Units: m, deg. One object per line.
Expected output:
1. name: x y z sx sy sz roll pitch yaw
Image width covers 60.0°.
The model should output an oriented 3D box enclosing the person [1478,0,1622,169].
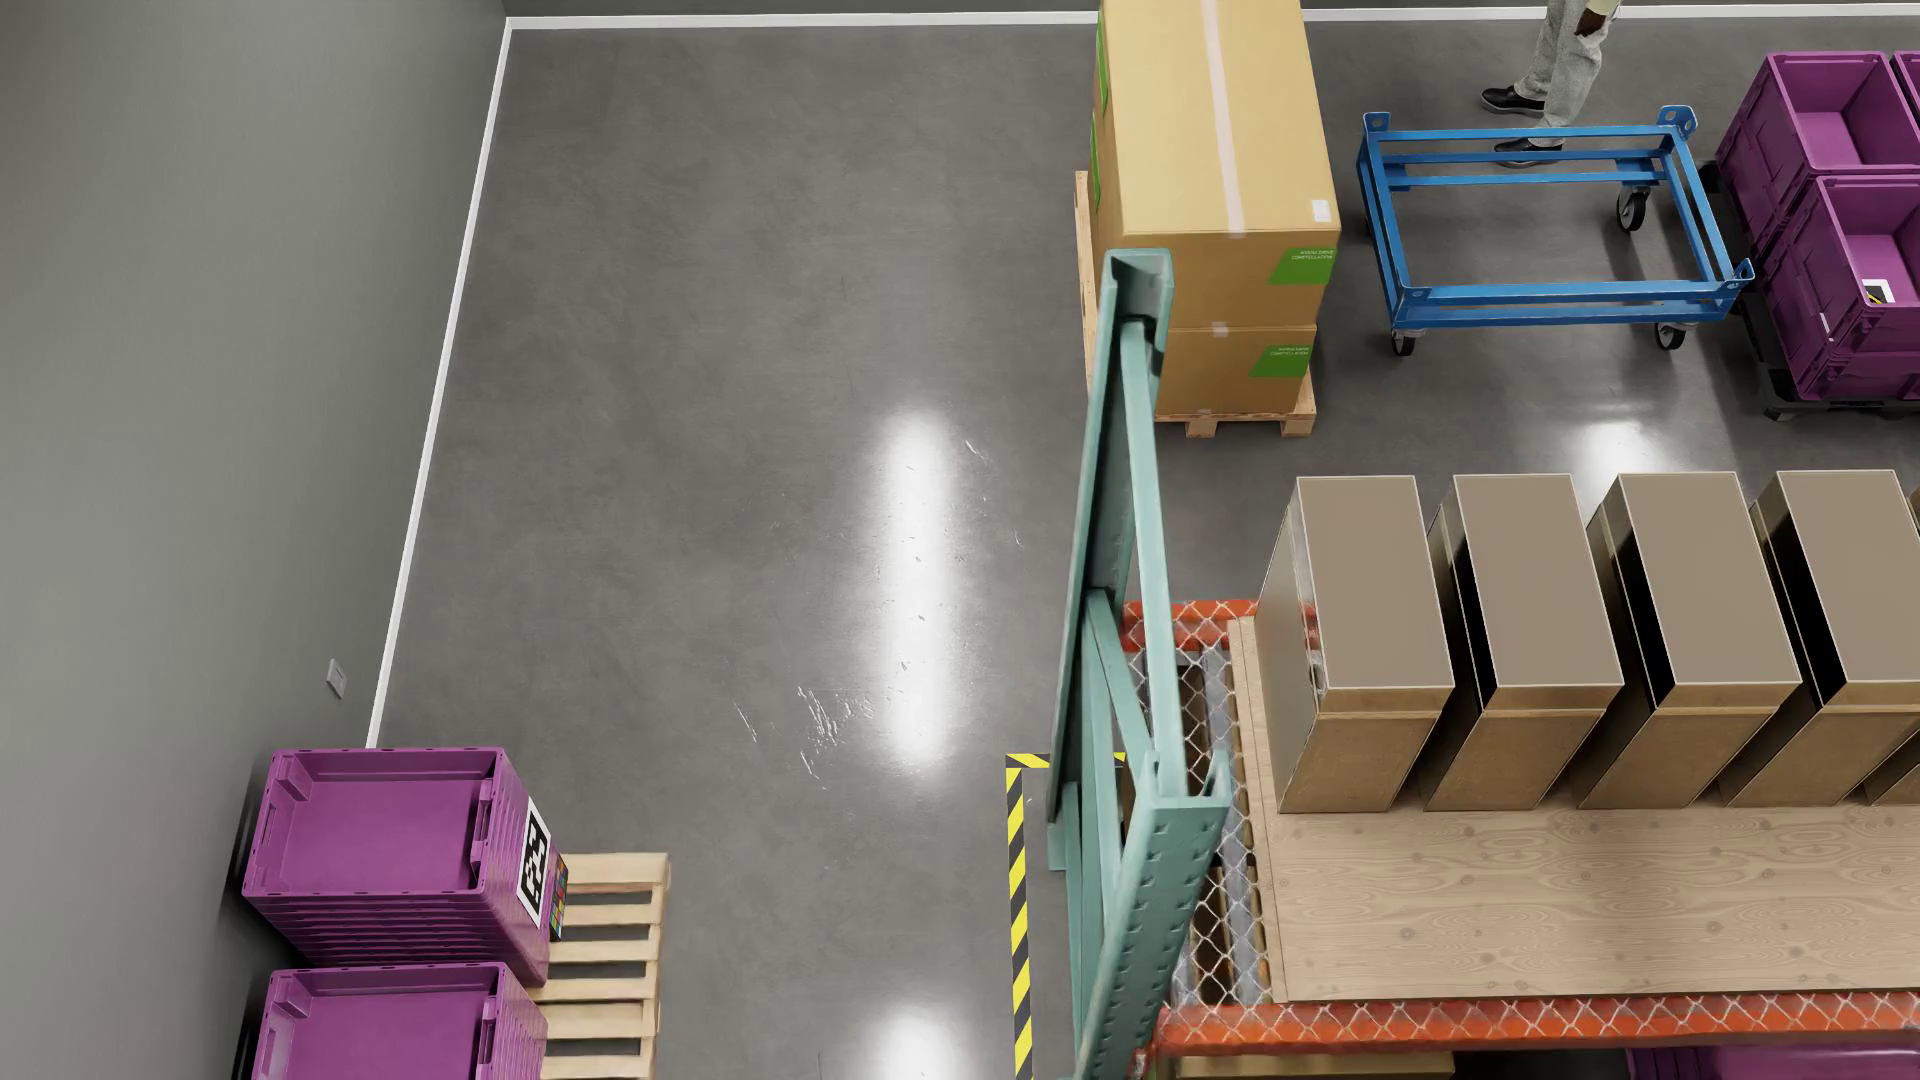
1. person: 2.313 -2.149 6.079 0.403 1.835 0.588 2 58 2
